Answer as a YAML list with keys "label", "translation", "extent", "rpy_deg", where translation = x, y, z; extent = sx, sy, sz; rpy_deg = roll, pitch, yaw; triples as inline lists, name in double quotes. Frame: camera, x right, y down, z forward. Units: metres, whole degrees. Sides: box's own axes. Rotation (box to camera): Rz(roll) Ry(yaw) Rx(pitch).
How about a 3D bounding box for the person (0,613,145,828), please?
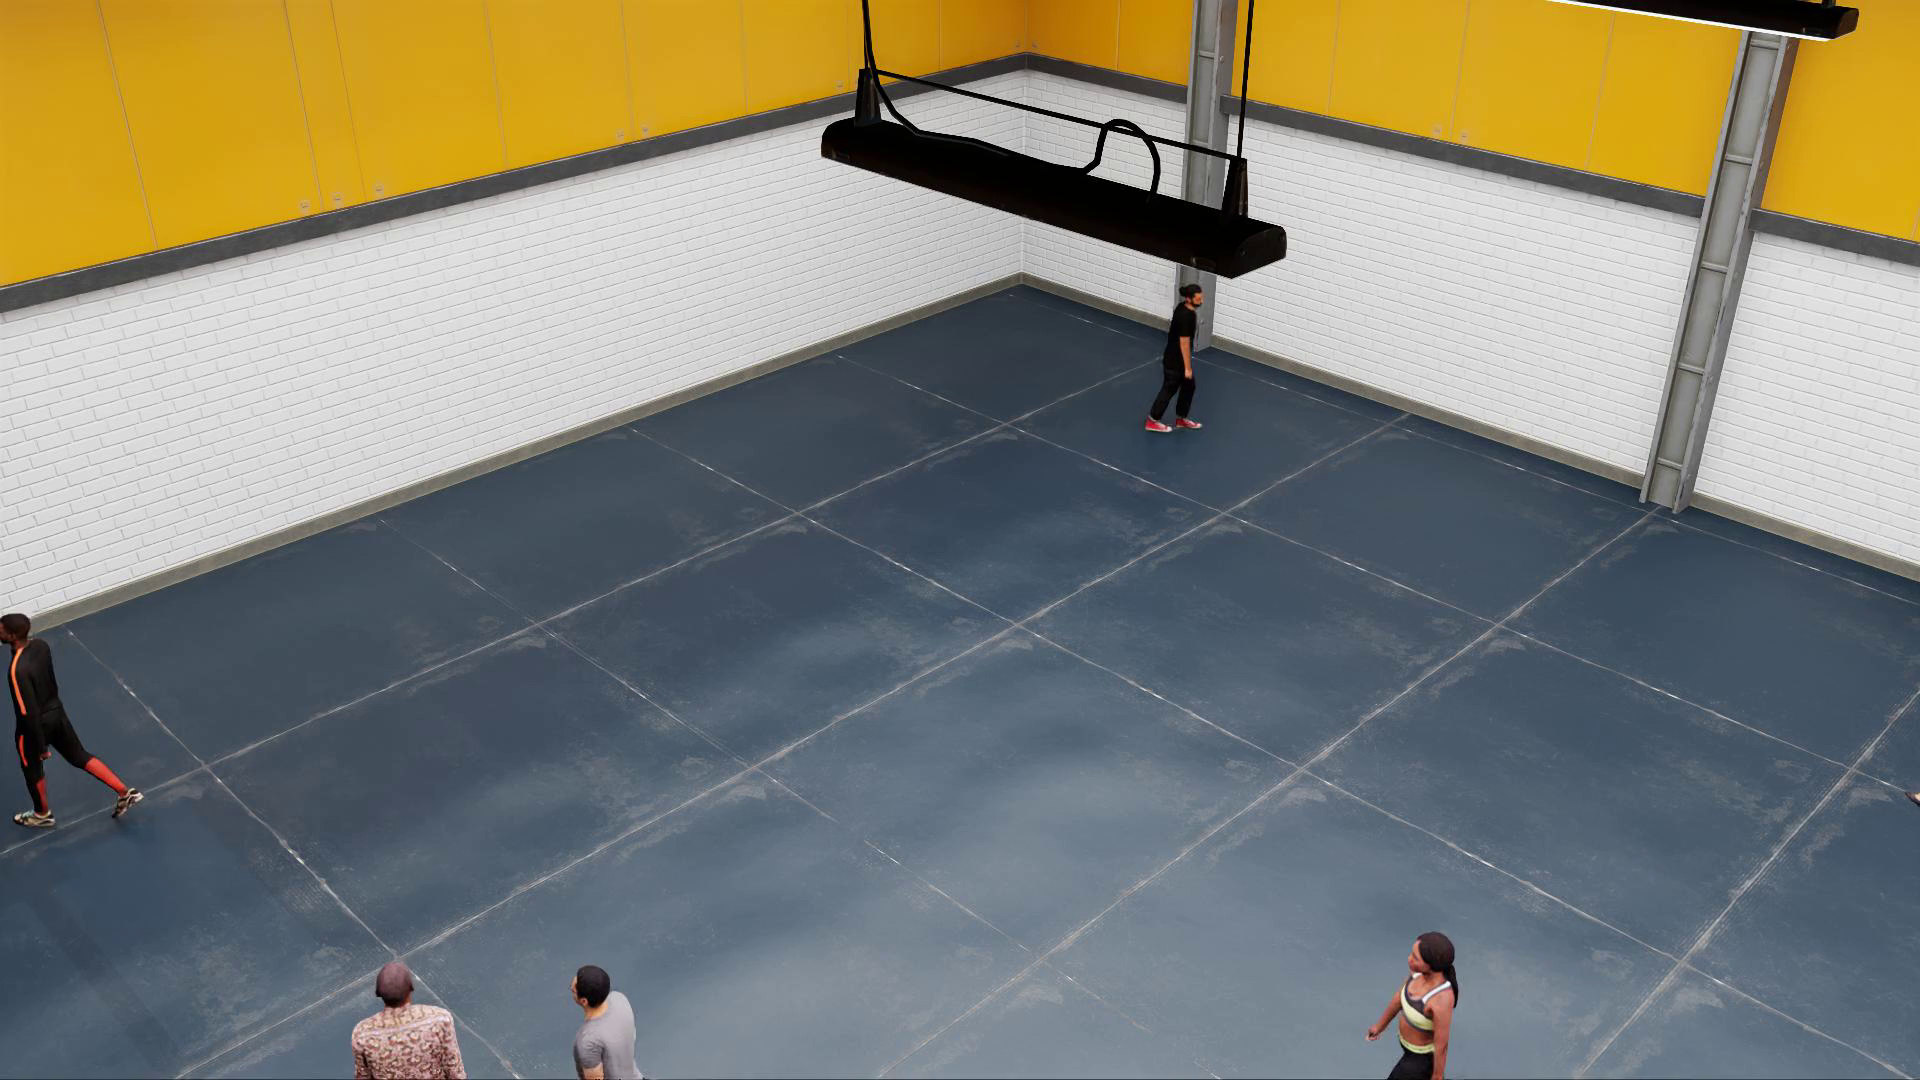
- label: "person"
  translation: [-6.398, 1.300, 11.797]
  extent: [1.211, 1.774, 1.136]
  rpy_deg: [1, 29, 1]

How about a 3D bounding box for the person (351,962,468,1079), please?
- label: "person"
  translation: [-2.817, 3.003, 8.658]
  extent: [0.882, 1.790, 1.007]
  rpy_deg: [-13, 31, -22]

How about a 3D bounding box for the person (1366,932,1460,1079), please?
- label: "person"
  translation: [2.605, 2.821, 9.082]
  extent: [1.184, 1.704, 1.095]
  rpy_deg: [1, 29, 2]

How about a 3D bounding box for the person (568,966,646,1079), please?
- label: "person"
  translation: [-1.774, 2.961, 8.794]
  extent: [0.978, 1.734, 0.865]
  rpy_deg: [8, 30, 14]

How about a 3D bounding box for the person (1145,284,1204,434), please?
- label: "person"
  translation: [2.257, -1.937, 17.789]
  extent: [0.974, 1.720, 0.872]
  rpy_deg: [3, 29, 5]
